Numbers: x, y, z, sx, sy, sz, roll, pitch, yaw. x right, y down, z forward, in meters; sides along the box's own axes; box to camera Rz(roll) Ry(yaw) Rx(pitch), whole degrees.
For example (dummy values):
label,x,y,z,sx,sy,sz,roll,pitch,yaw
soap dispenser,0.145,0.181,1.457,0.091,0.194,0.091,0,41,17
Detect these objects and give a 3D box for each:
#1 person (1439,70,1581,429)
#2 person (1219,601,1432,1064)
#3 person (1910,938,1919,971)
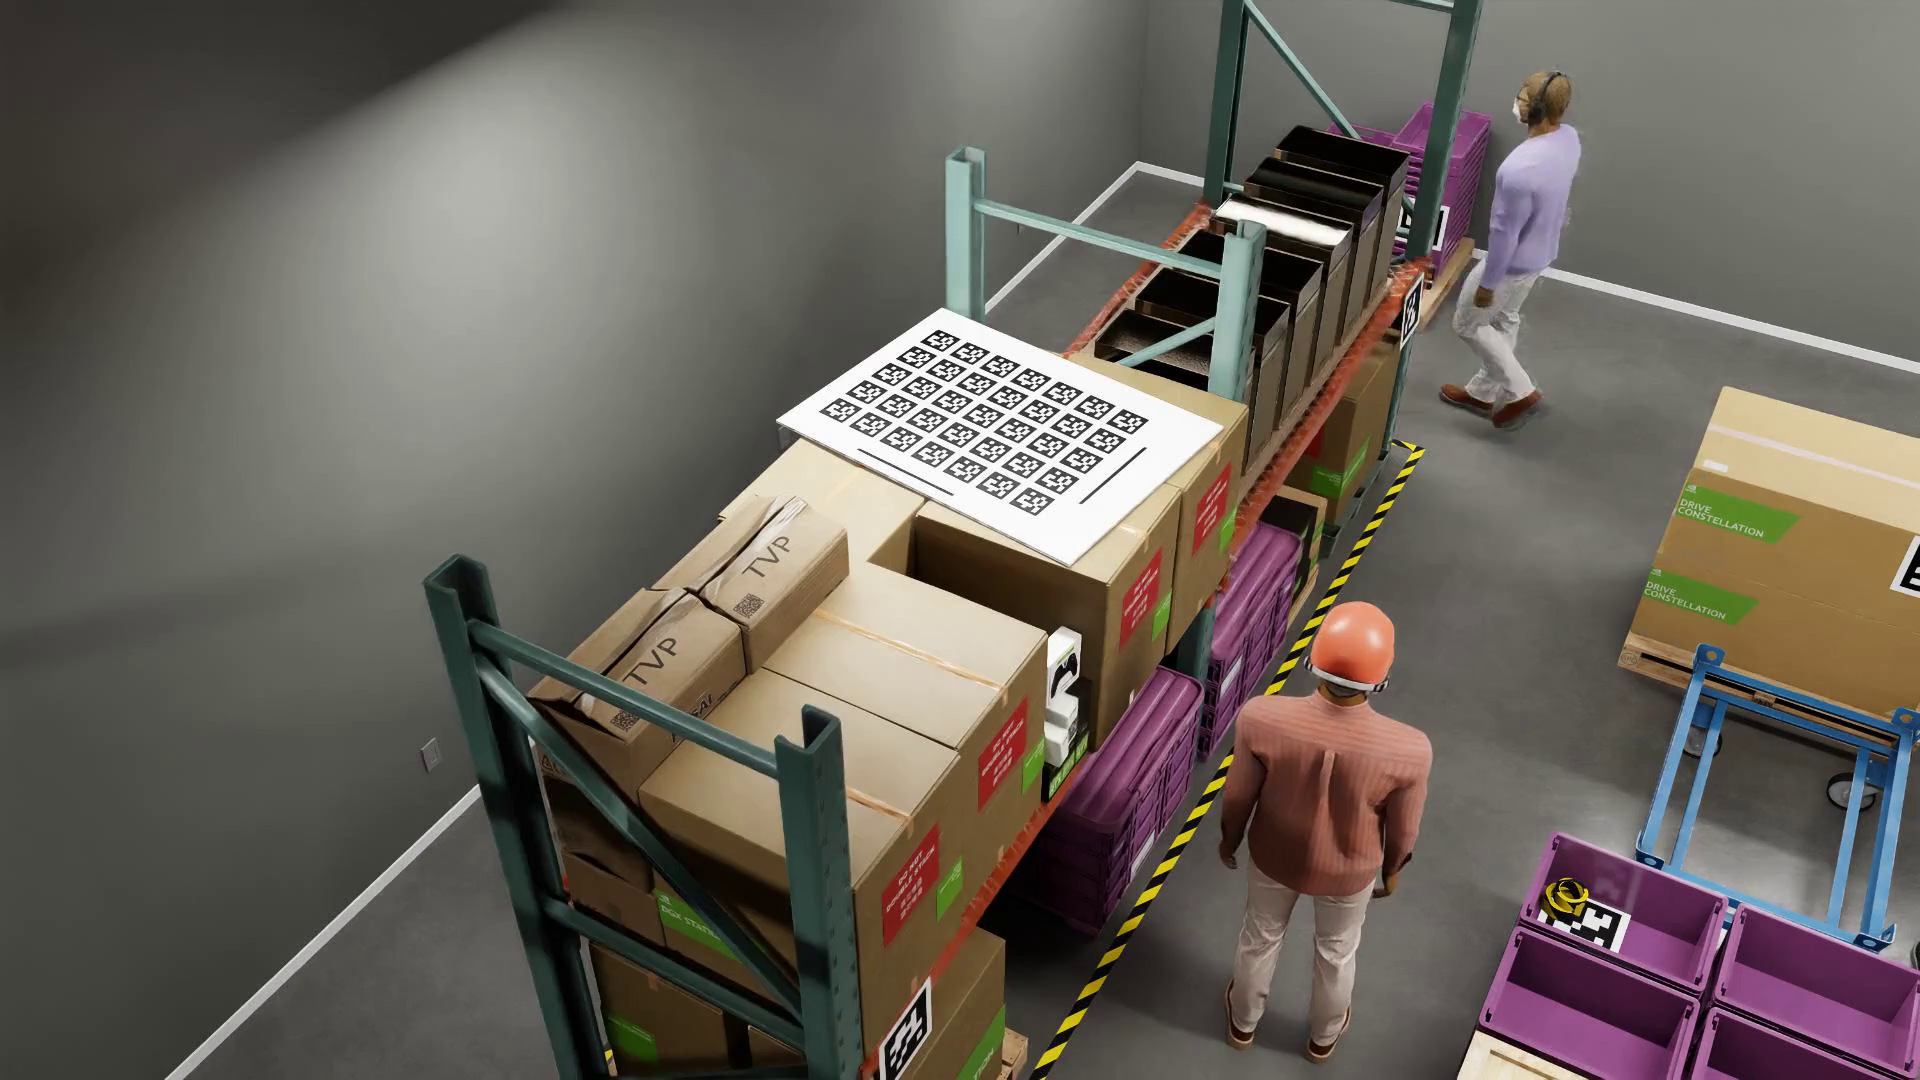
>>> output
label,x,y,z,sx,sy,sz,roll,pitch,yaw
person,2.788,-1.390,8.260,0.508,1.927,0.648,28,47,29
person,1.143,0.984,5.380,0.611,1.996,0.387,12,41,14
person,3.703,0.947,5.551,0.588,1.831,0.403,23,45,25
